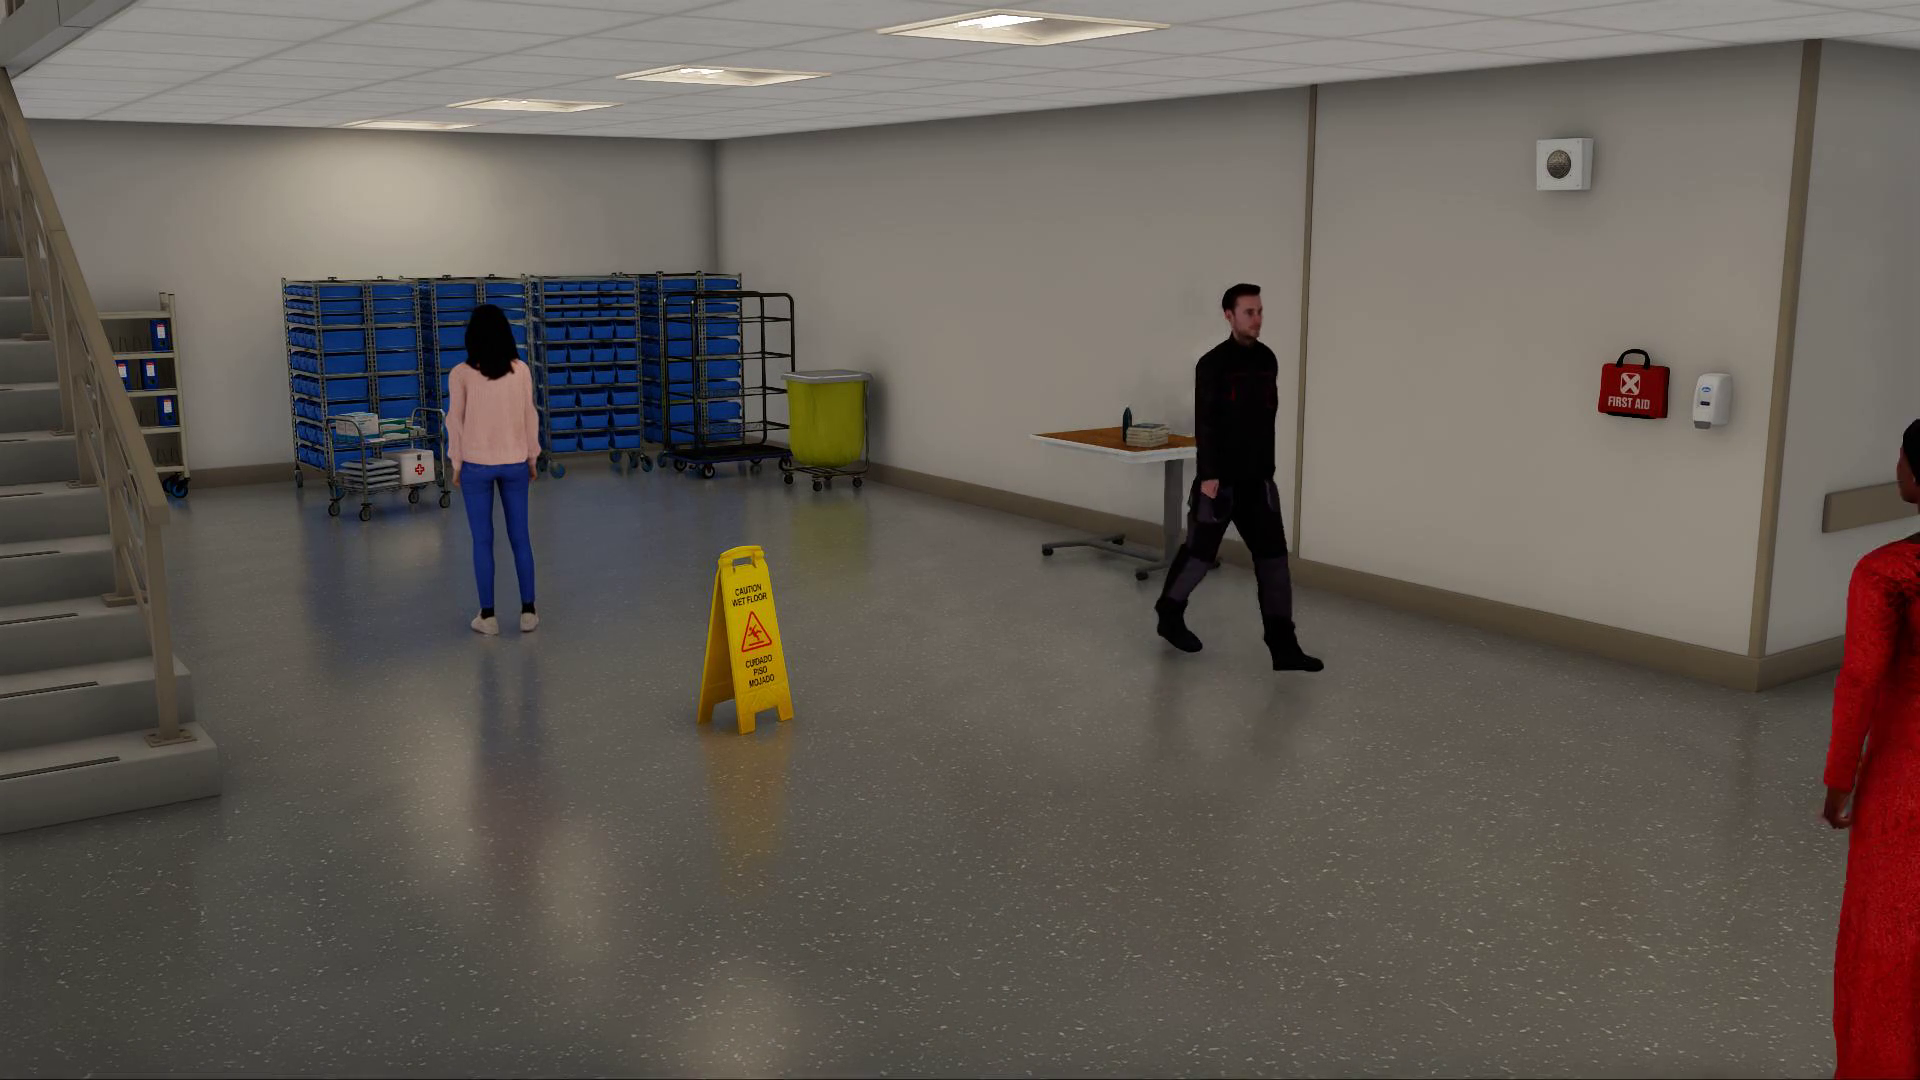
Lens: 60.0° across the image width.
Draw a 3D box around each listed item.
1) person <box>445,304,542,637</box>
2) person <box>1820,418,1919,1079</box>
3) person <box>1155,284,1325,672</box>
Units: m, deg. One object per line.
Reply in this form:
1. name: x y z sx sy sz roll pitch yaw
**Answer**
1. person: -2.497 -0.379 8.928 0.685 1.768 0.598 -5 12 -25
2. person: 2.217 0.609 3.710 0.773 1.772 0.869 -2 11 -12
3. person: 1.278 -0.285 8.178 0.713 1.863 1.229 -7 13 -32
